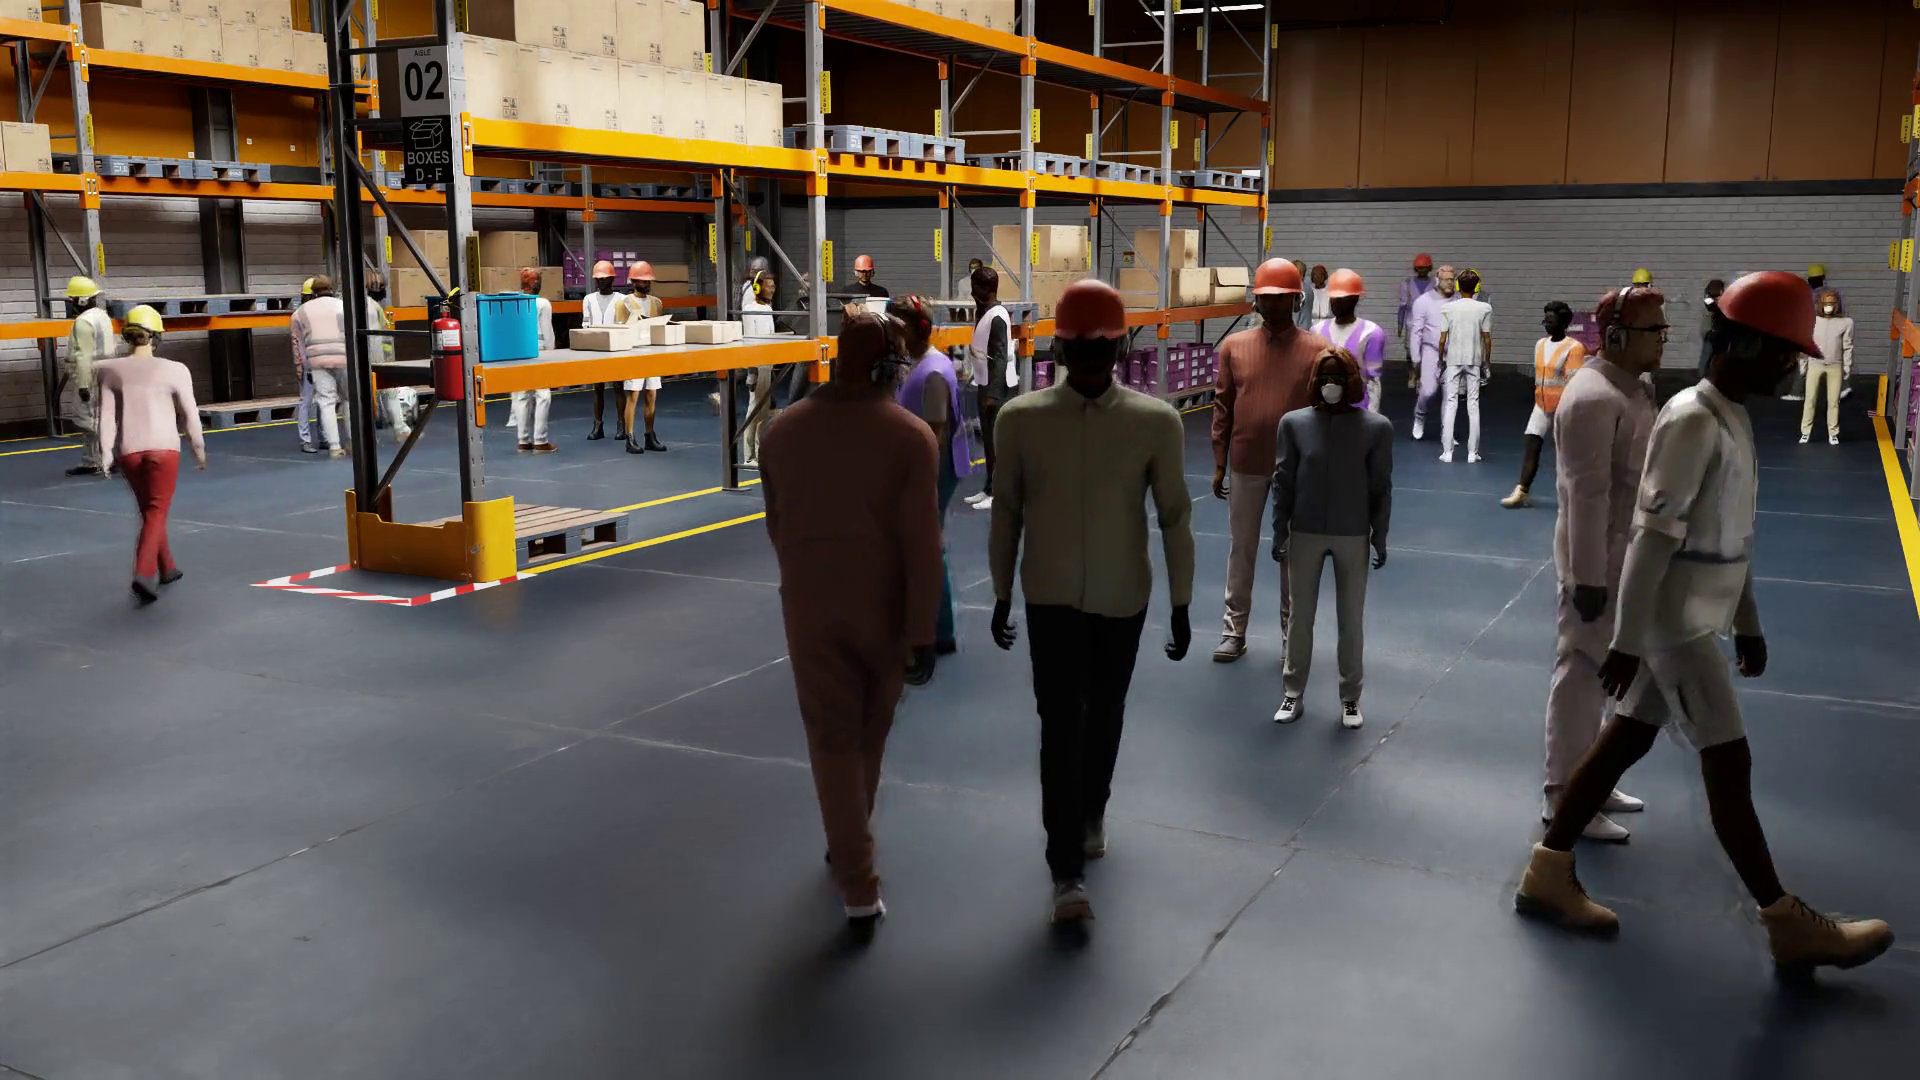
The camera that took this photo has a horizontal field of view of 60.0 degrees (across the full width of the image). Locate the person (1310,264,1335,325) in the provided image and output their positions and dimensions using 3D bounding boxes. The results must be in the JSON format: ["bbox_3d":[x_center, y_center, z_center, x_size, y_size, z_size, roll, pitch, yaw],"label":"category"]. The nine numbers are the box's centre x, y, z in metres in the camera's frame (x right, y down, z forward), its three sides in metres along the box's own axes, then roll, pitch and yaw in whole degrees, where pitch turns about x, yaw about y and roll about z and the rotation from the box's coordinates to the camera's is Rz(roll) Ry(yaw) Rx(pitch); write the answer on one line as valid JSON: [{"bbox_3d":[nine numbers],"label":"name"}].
[{"bbox_3d":[5.041,-2.900,23.176,0.591,1.866,0.672,4,10,20],"label":"person"}]

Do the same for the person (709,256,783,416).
[{"bbox_3d":[-2.646,-2.544,20.603,0.845,2.000,0.713,-5,11,-29],"label":"person"}]

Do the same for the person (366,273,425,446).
[{"bbox_3d":[-6.026,-1.879,17.431,0.872,1.801,0.662,-3,10,-19],"label":"person"}]

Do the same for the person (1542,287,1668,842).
[{"bbox_3d":[2.290,0.076,5.839,0.402,1.908,0.662,6,11,30],"label":"person"}]

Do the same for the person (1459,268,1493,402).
[{"bbox_3d":[6.899,-2.774,22.566,0.619,1.819,0.497,3,10,15],"label":"person"}]

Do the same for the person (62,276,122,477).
[{"bbox_3d":[-7.798,-1.456,14.945,0.624,1.818,0.613,-1,10,-8],"label":"person"}]

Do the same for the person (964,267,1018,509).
[{"bbox_3d":[0.254,-1.203,13.209,0.390,1.913,0.587,-1,10,-8],"label":"person"}]

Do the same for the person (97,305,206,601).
[{"bbox_3d":[-4.809,-0.525,9.835,0.535,1.722,0.931,-1,10,-4],"label":"person"}]

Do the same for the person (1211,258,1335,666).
[{"bbox_3d":[1.532,-0.375,8.175,0.609,1.996,0.379,3,10,19],"label":"person"}]

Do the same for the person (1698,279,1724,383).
[{"bbox_3d":[11.325,-3.107,25.068,0.282,1.626,0.503,8,12,38],"label":"person"}]

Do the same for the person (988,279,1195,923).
[{"bbox_3d":[0.414,0.161,5.236,0.641,1.939,1.018,0,10,0],"label":"person"}]

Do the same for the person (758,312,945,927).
[{"bbox_3d":[-0.337,0.226,5.169,0.611,1.846,0.924,1,10,5],"label":"person"}]

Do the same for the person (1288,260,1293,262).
[{"bbox_3d":[4.880,-3.264,25.119,0.565,1.917,0.451,-5,11,-26],"label":"person"}]

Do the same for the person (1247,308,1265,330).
[{"bbox_3d":[3.893,-2.440,21.024,0.489,1.685,0.956,7,12,36],"label":"person"}]

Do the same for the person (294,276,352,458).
[{"bbox_3d":[-6.289,-1.732,16.638,0.638,1.791,0.829,-2,10,-12],"label":"person"}]

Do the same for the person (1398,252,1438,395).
[{"bbox_3d":[6.566,-3.079,23.719,0.615,2.030,0.531,3,10,15],"label":"person"}]

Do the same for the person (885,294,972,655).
[{"bbox_3d":[-0.192,-0.302,8.252,0.477,1.816,0.604,-2,10,-13],"label":"person"}]

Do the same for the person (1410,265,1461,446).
[{"bbox_3d":[5.099,-1.947,17.570,0.671,1.894,0.549,-1,10,-6],"label":"person"}]

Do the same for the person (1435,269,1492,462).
[{"bbox_3d":[4.873,-1.679,16.093,0.521,1.871,0.325,3,10,15],"label":"person"}]

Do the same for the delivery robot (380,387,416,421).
[{"bbox_3d":[-6.530,-1.633,19.343,0.477,0.478,0.707,-3,10,-13],"label":"delivery robot"}]

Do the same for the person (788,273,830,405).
[{"bbox_3d":[-1.483,-1.723,16.485,0.527,1.828,0.513,6,11,29],"label":"person"}]

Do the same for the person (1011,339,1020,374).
[{"bbox_3d":[0.996,-3.624,27.472,0.643,1.840,0.449,-2,10,-12],"label":"person"}]

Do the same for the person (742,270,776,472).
[{"bbox_3d":[-1.848,-1.572,15.486,0.309,1.864,0.535,3,10,17],"label":"person"}]

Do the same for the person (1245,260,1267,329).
[{"bbox_3d":[4.726,-3.474,26.385,0.821,1.910,0.649,-1,10,-5],"label":"person"}]

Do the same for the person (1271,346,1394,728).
[{"bbox_3d":[1.581,-0.011,7.116,0.505,1.633,0.279,3,10,17],"label":"person"}]

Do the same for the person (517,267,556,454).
[{"bbox_3d":[-4.335,-1.803,16.791,0.595,1.874,0.386,5,11,26],"label":"person"}]

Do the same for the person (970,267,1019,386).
[{"bbox_3d":[0.549,-3.277,25.371,0.881,1.858,0.669,0,10,2],"label":"person"}]

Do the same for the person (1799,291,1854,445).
[{"bbox_3d":[9.158,-1.816,17.607,0.498,1.626,0.284,4,11,23],"label":"person"}]

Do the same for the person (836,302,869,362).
[{"bbox_3d":[-0.793,-1.023,12.952,0.310,1.642,0.514,-3,10,-19],"label":"person"}]

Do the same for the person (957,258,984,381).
[{"bbox_3d":[0.254,-3.472,26.271,0.627,1.940,0.372,2,10,12],"label":"person"}]

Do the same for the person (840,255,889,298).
[{"bbox_3d":[-1.140,-2.384,19.811,0.612,1.995,0.377,-2,10,-13],"label":"person"}]

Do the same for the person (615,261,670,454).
[{"bbox_3d":[-3.196,-1.839,16.844,0.382,1.934,0.559,10,14,44],"label":"person"}]

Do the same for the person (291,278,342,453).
[{"bbox_3d":[-6.540,-1.772,16.931,0.329,1.767,0.528,6,11,30],"label":"person"}]

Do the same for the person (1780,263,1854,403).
[{"bbox_3d":[11.678,-2.794,22.513,0.589,1.889,0.916,-5,11,-26],"label":"person"}]

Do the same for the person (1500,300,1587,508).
[{"bbox_3d":[4.746,-1.065,13.175,0.879,1.651,0.538,-5,11,-25],"label":"person"}]

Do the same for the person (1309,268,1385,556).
[{"bbox_3d":[2.589,-0.864,11.216,0.557,1.922,0.524,7,12,34],"label":"person"}]

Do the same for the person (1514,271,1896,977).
[{"bbox_3d":[2.124,0.232,4.738,1.046,1.964,0.676,6,11,30],"label":"person"}]

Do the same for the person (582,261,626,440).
[{"bbox_3d":[-3.820,-2.042,17.995,0.544,1.939,0.354,1,10,4],"label":"person"}]

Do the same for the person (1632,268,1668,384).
[{"bbox_3d":[8.324,-2.405,20.400,0.597,1.831,0.403,7,12,37],"label":"person"}]

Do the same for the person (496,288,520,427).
[{"bbox_3d":[-5.250,-2.153,19.580,0.526,1.618,0.674,2,10,12],"label":"person"}]

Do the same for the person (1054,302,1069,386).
[{"bbox_3d":[0.855,-1.028,12.623,0.311,1.768,0.531,-2,10,-10],"label":"person"}]

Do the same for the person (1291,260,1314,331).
[{"bbox_3d":[4.027,-2.383,19.964,0.372,1.940,0.632,5,11,29],"label":"person"}]
